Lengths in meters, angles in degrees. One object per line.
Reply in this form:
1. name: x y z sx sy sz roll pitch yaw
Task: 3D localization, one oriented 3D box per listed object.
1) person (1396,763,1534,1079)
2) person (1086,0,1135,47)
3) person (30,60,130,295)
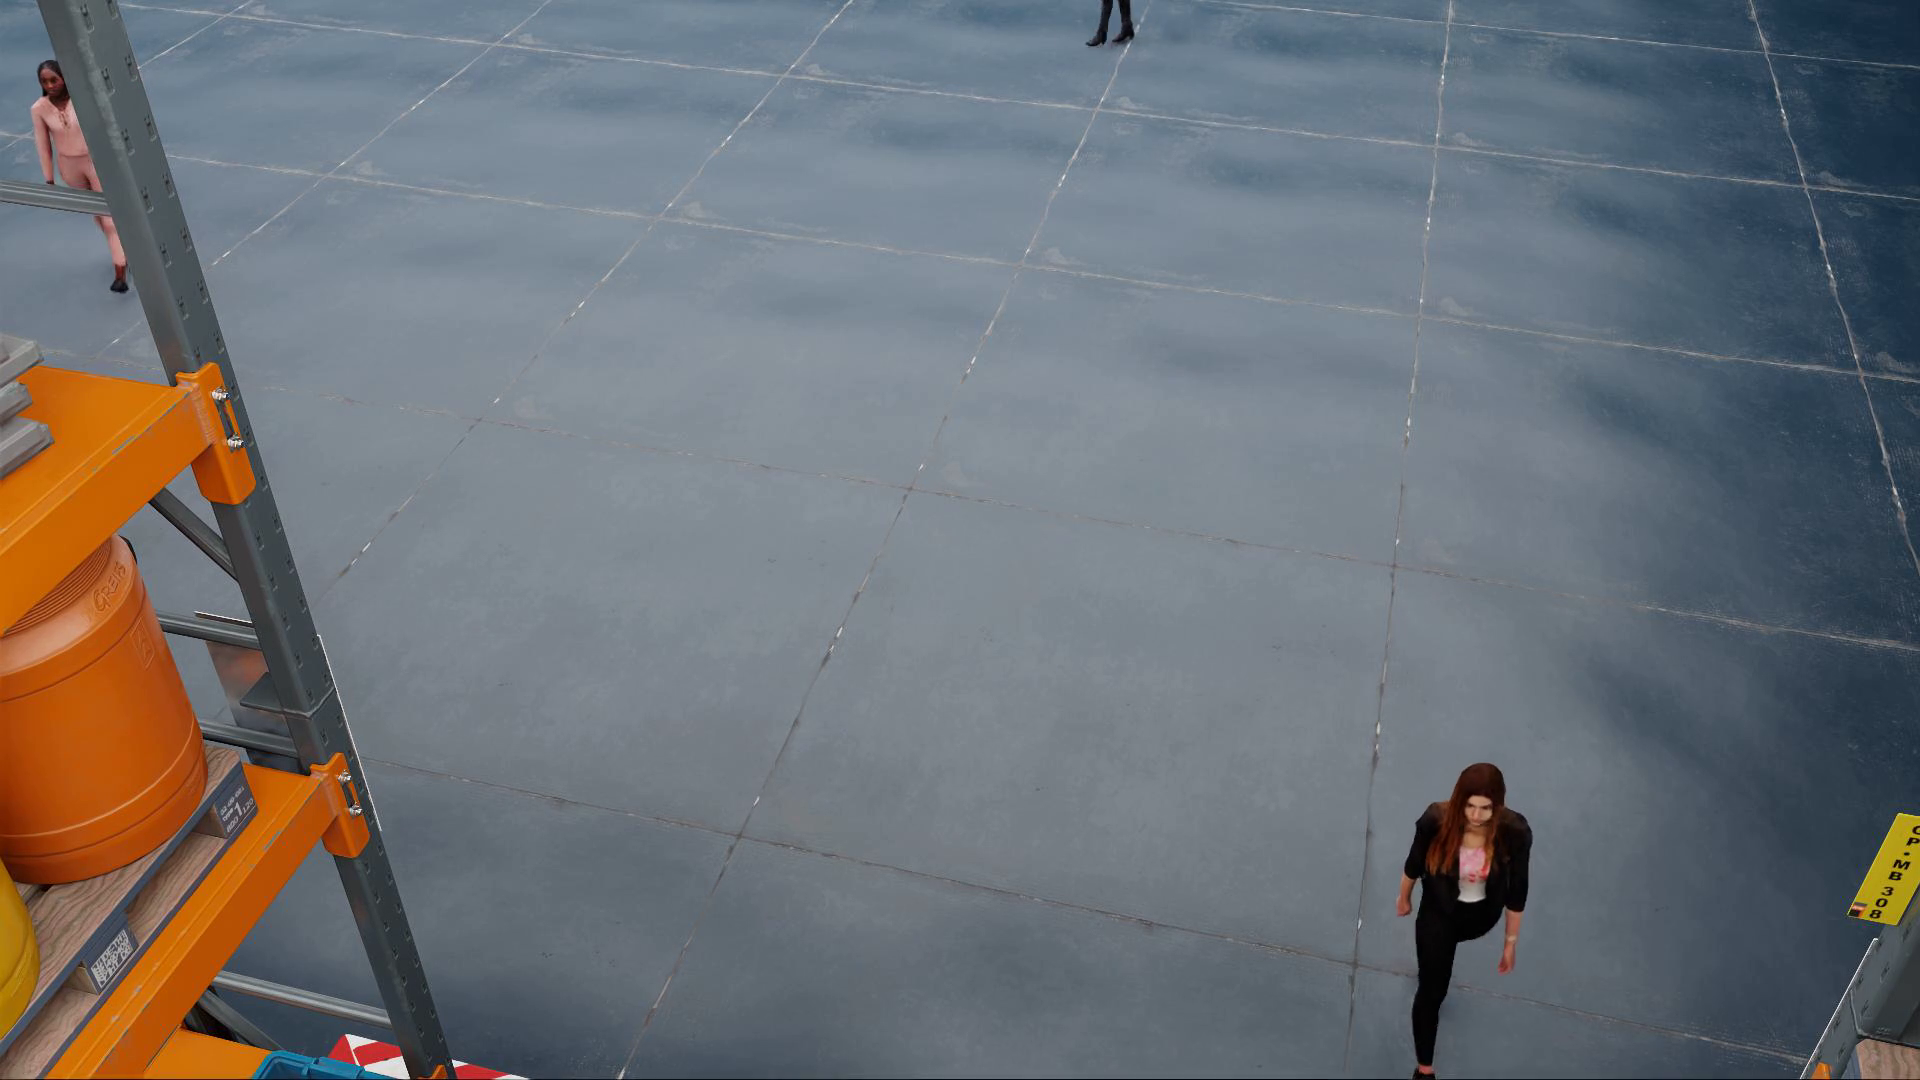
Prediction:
1. person: 2.055 1.456 6.864 0.728 1.659 1.210 4 38 5
2. person: 1.580 -5.497 15.824 0.851 1.571 0.823 -9 39 -12
3. person: -6.355 -2.695 12.156 0.984 1.676 1.227 -8 39 -10
